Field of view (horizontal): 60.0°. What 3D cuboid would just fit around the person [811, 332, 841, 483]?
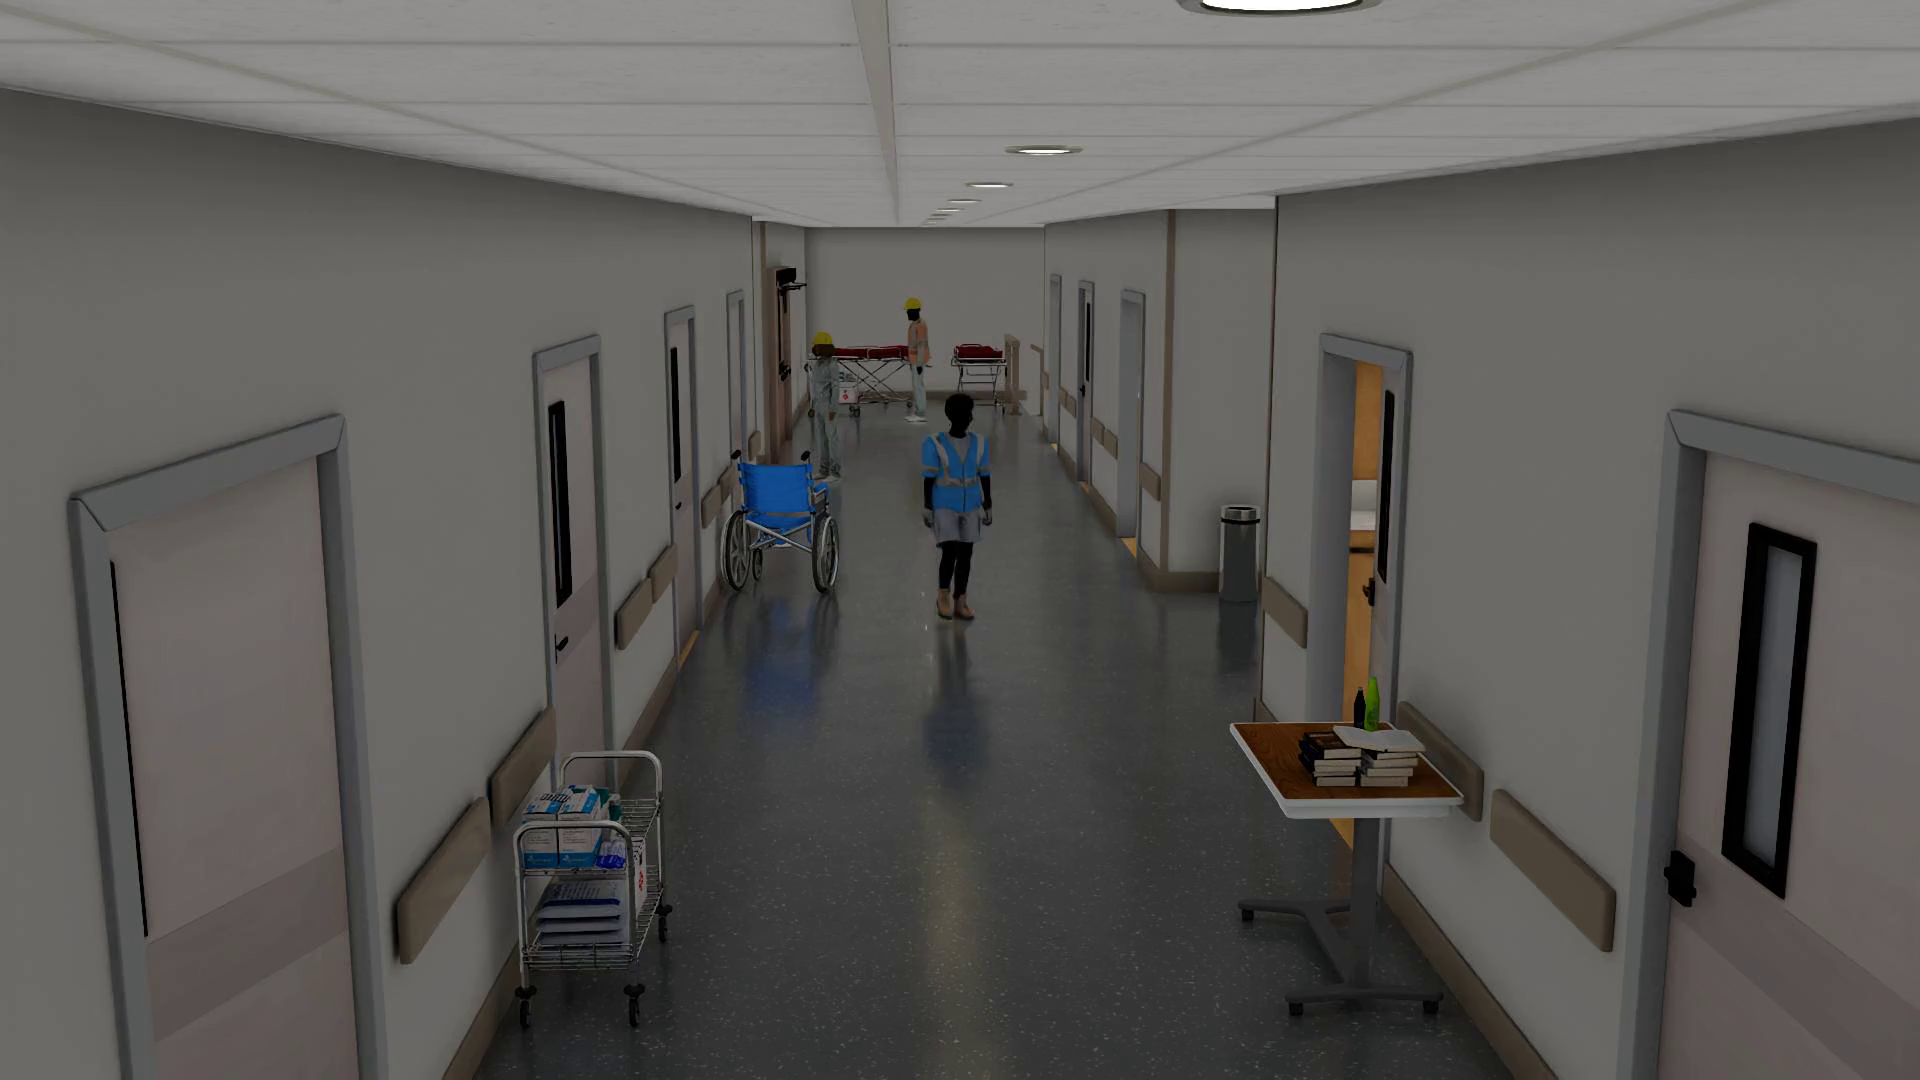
[{"bbox_3d":[-1.566,-1.524,19.178,0.299,1.745,0.483,-7,12,-33],"label":"person"}]

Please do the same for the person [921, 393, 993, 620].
[{"bbox_3d":[-0.009,-0.233,12.141,0.549,1.681,0.385,-5,11,-26],"label":"person"}]

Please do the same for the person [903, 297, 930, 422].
[{"bbox_3d":[-0.681,-2.782,25.704,0.411,1.918,0.593,-2,10,-11],"label":"person"}]
